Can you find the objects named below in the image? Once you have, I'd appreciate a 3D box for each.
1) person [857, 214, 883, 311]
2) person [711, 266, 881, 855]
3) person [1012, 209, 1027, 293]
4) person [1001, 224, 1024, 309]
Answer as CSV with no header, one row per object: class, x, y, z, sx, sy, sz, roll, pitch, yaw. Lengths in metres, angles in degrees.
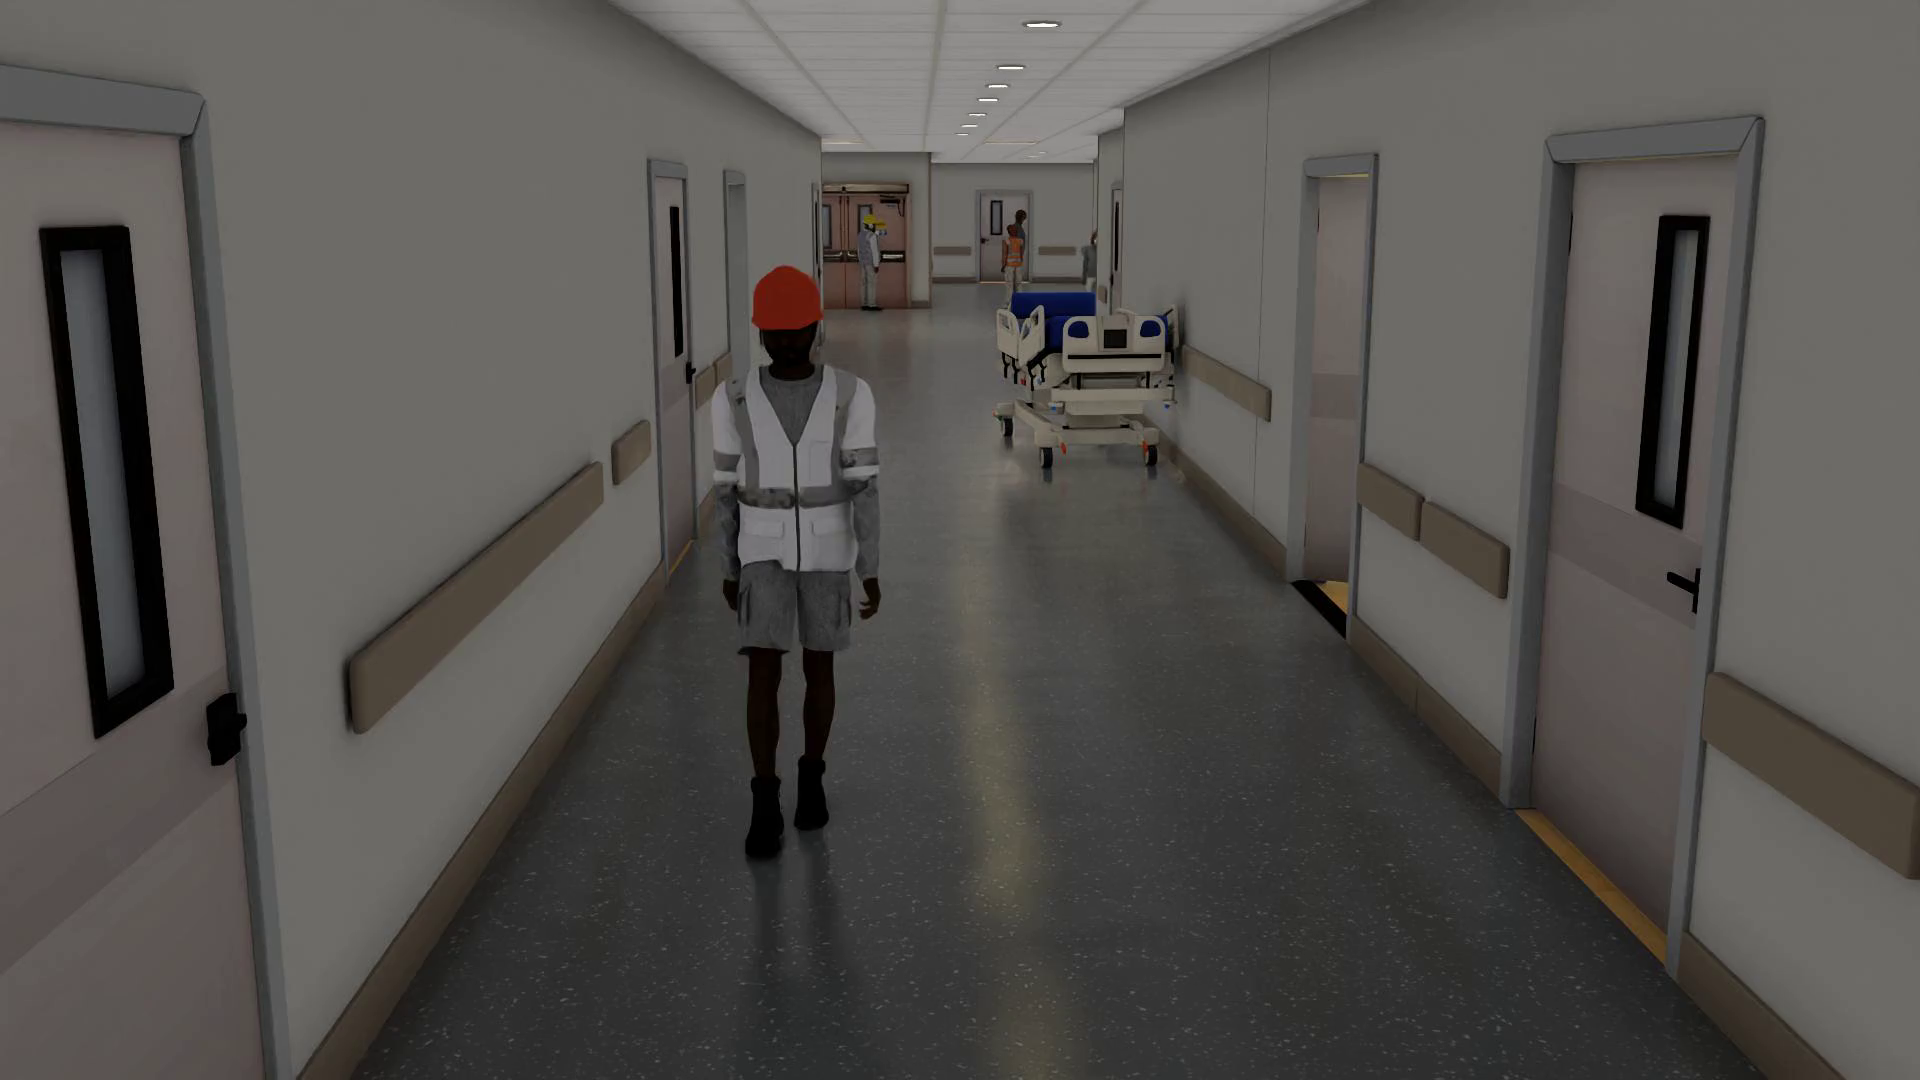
person,-1.715,-5.289,31.773,0.404,1.831,0.601,-8,14,-33
person,-0.528,0.078,5.448,0.546,1.914,0.722,-1,12,-7
person,1.148,-5.520,32.687,0.391,1.928,0.636,0,12,2
person,1.025,-5.329,32.444,0.514,1.641,0.308,-8,14,-34
